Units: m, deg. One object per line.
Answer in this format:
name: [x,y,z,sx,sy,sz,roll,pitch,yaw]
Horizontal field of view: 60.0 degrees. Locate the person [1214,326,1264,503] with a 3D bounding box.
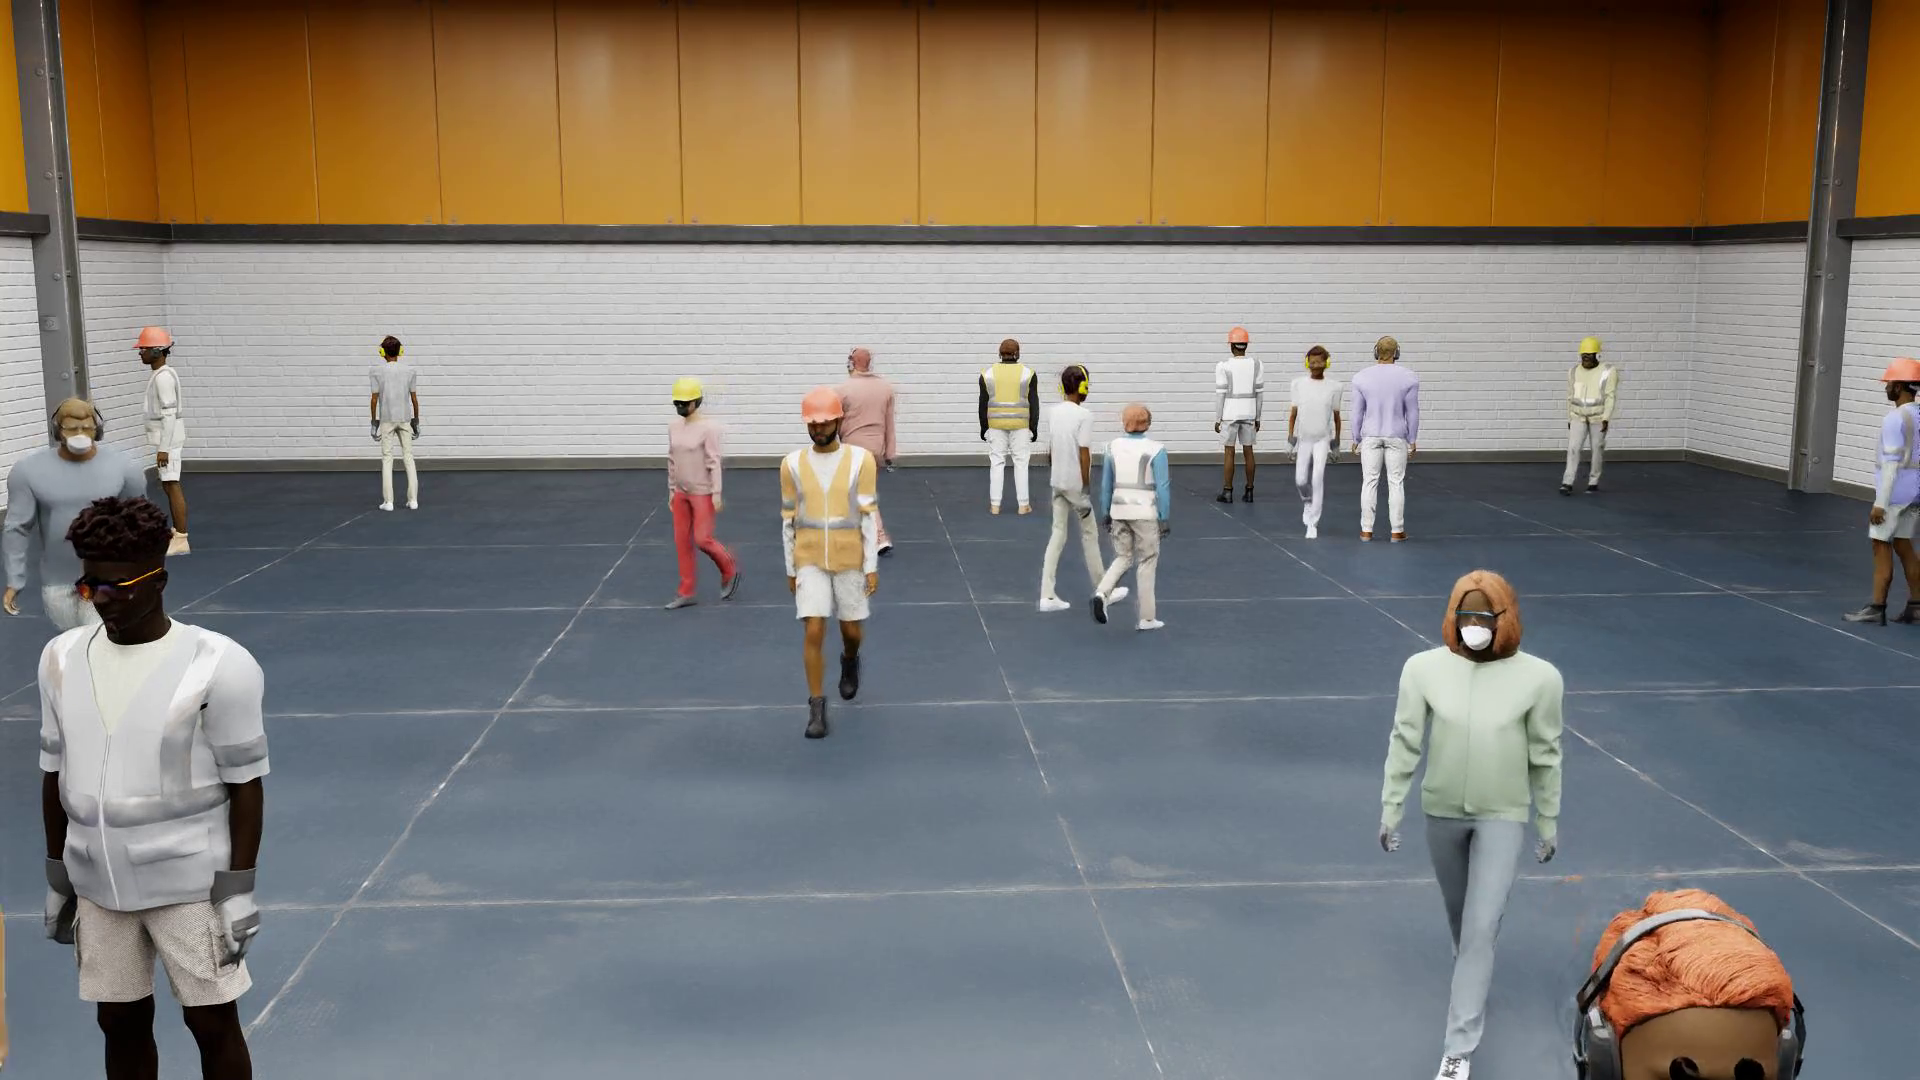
person: [3.050,-1.368,18.261,0.545,1.941,0.351,-2,9,-10]

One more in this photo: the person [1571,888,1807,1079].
person: [0.781,1.272,2.003,0.575,1.843,0.993,1,9,5]

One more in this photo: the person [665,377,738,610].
person: [-1.964,-0.361,12.534,0.546,1.745,0.582,7,11,37]

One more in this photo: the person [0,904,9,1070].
person: [-2.353,1.033,3.543,0.447,1.822,0.608,7,12,38]

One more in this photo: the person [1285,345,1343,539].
person: [3.403,-0.958,15.993,0.521,1.845,0.635,3,10,18]

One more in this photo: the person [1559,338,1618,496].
person: [7.088,-1.379,18.803,0.590,1.787,0.873,7,11,36]

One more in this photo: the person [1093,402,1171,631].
person: [1.190,-0.152,11.611,0.532,1.620,0.522,8,12,42]

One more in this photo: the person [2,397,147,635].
person: [-4.505,0.215,8.529,0.645,1.880,1.052,-3,9,-16]

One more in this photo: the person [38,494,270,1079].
person: [-2.060,0.854,4.239,0.603,1.964,0.367,1,9,7]

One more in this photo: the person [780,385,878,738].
person: [-0.714,0.088,9.218,0.545,1.912,0.777,0,9,2]

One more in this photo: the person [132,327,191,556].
person: [-7.117,-0.874,14.840,0.375,2.044,0.605,-5,10,-26]

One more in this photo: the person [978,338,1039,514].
person: [0.515,-1.186,17.434,0.636,1.840,0.429,1,9,6]

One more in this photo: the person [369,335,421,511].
person: [-6.021,-1.243,17.736,0.516,1.861,0.317,-5,11,-30]

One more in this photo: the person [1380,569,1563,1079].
person: [1.630,0.871,5.303,0.522,1.591,0.865,5,10,29]

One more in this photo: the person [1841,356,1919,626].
person: [6.649,-0.334,11.825,0.547,1.944,0.396,-7,11,-36]

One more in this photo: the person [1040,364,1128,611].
person: [0.886,-0.390,12.449,0.802,1.831,0.555,-7,12,-39]

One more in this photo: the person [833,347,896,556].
person: [-0.882,-0.795,14.935,0.654,1.867,0.980,-8,12,-40]

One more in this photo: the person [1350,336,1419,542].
person: [3.974,-0.938,15.590,0.627,1.934,0.372,3,10,19]
